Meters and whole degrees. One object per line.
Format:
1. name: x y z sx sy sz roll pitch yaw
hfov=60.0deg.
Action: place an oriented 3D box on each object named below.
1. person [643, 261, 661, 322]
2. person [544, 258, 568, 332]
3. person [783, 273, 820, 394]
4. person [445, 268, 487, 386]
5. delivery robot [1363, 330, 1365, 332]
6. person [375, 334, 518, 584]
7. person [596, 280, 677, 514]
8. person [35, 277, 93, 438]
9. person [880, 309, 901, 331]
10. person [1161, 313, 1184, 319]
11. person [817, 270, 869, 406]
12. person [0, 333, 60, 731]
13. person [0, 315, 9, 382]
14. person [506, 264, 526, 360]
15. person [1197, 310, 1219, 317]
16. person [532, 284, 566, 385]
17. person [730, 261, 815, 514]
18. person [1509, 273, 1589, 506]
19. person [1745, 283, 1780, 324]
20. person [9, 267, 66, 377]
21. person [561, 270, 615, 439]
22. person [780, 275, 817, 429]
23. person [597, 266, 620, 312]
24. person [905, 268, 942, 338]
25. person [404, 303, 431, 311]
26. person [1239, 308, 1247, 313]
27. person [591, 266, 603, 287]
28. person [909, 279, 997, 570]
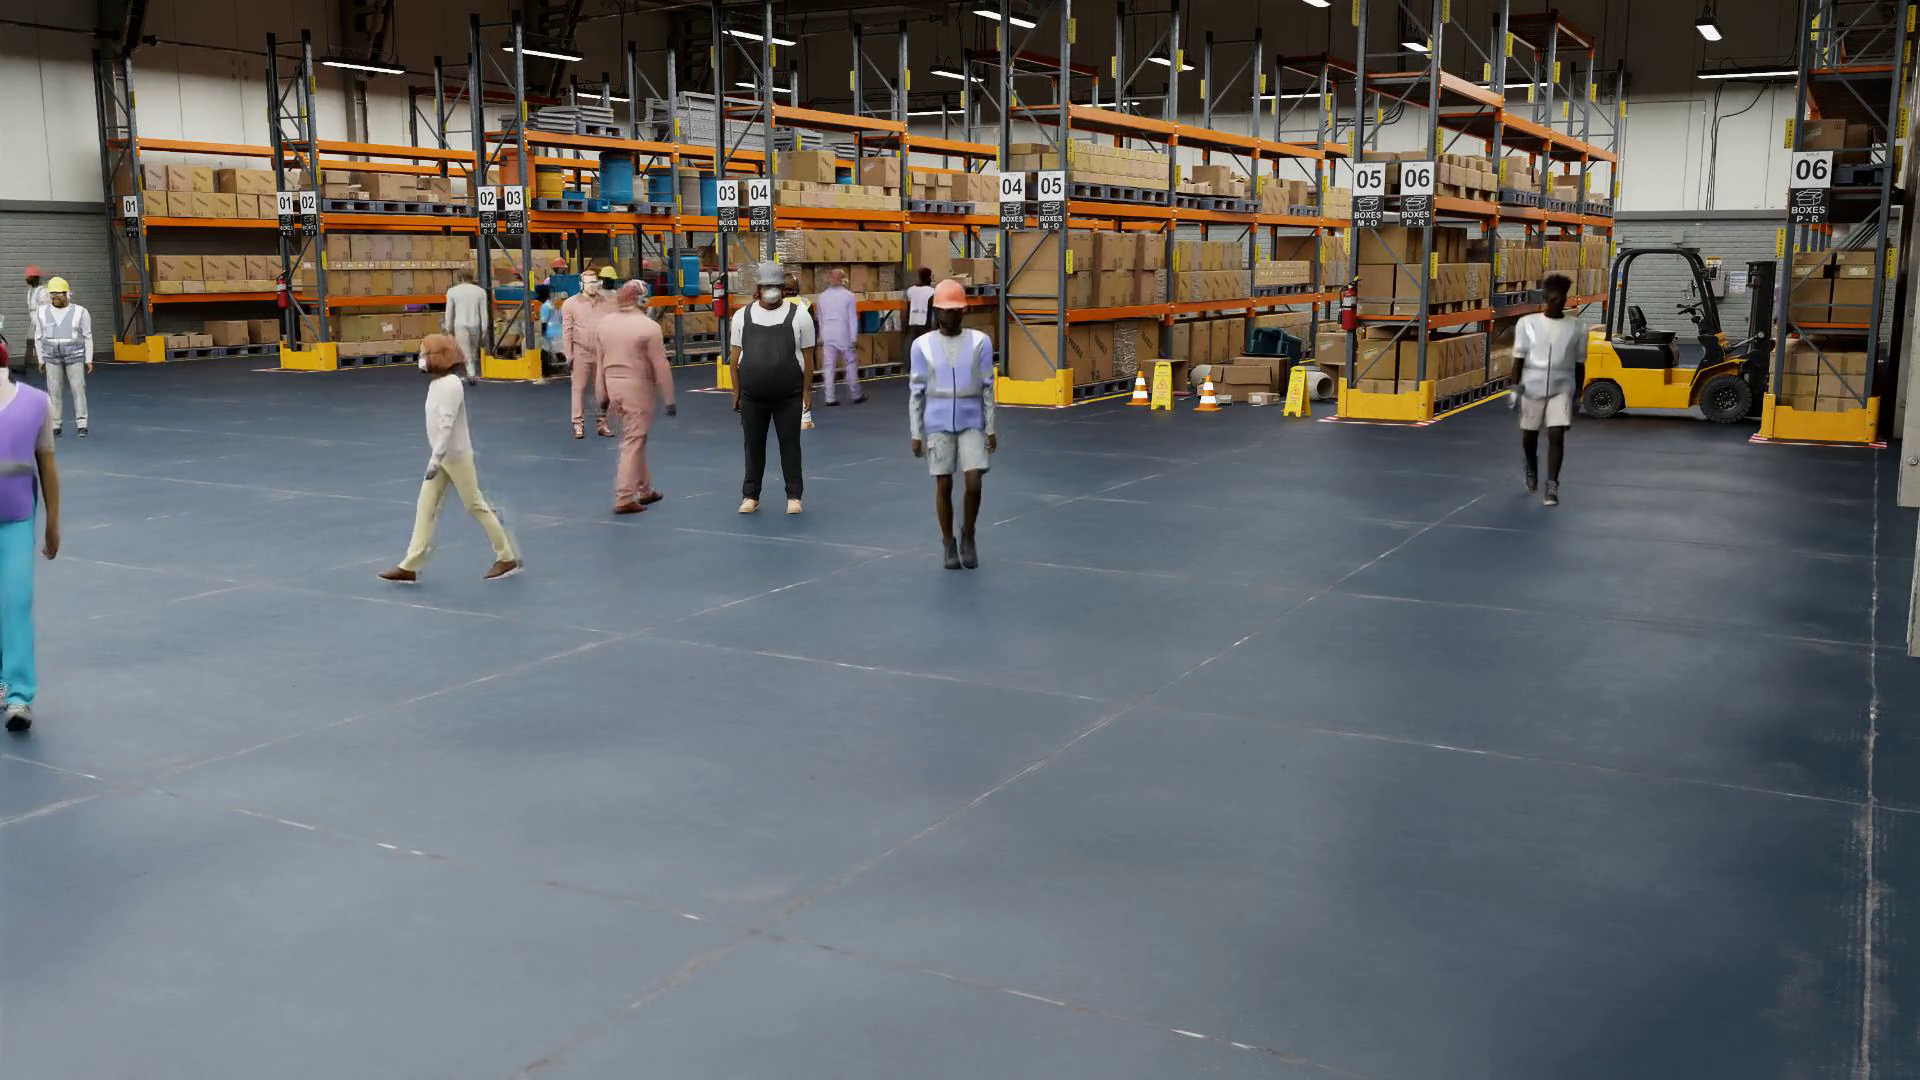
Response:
1. person: -6.310 -4.604 33.365 0.631 1.992 1.064 4 11 24
2. person: -7.380 -4.190 30.768 0.377 2.041 0.615 8 13 40
3. person: -2.533 -3.093 25.015 0.863 1.812 0.555 -6 11 -32
4. person: -7.920 -3.426 26.751 0.646 1.898 1.000 -5 11 -28
5. delivery robot: 8.926 -4.687 37.749 0.707 0.478 0.477 0 10 2
6. person: -3.250 -0.507 10.540 0.878 1.586 0.513 -7 12 -35
7. person: -2.586 -1.174 13.599 0.677 1.872 0.856 6 12 33
8. person: -10.255 -2.084 19.042 0.587 1.835 0.404 -3 10 -15
9. person: -1.284 -4.411 32.533 0.586 1.882 0.390 5 11 29
10. person: 4.356 -4.718 34.509 0.661 1.814 0.784 7 12 37
11. person: -1.619 -2.818 23.204 0.673 1.872 0.878 5 11 26
12. person: -4.306 -0.070 7.357 0.596 1.792 0.962 -4 11 -23
13. person: -12.688 -2.419 21.661 0.784 1.610 0.509 4 11 24
14. person: -8.270 -4.211 31.252 0.561 1.918 0.505 2 10 13
15. person: 5.301 -4.879 35.403 0.527 1.839 0.880 4 11 24
16. person: -6.430 -3.286 26.672 0.844 1.635 0.511 -2 10 -13
17. person: -1.522 -1.220 13.379 0.689 2.000 0.539 0 10 2
18. person: 4.993 -1.295 14.127 0.612 1.940 0.843 4 10 20
19. person: 15.943 -4.513 33.064 0.587 1.908 0.599 6 11 30
20. person: -15.954 -3.761 28.704 0.565 1.882 0.975 6 11 30
21. person: -4.213 -2.115 19.012 0.636 1.911 0.405 -6 11 -31
22. person: -2.015 -2.241 19.944 0.621 1.845 0.429 1 10 6
23. person: -5.362 -3.260 25.679 0.602 1.910 0.622 4 11 24
24. person: -0.525 -3.494 27.171 0.632 1.872 0.946 8 13 40
25. person: -11.811 -5.086 36.397 0.555 1.911 0.743 7 12 36
26. person: 6.972 -5.731 40.148 0.614 1.926 0.637 2 10 14
27. person: -7.486 -4.734 34.444 0.614 1.870 0.421 4 10 22
28. person: -0.044 -0.744 10.938 0.585 1.921 0.473 0 10 -2
